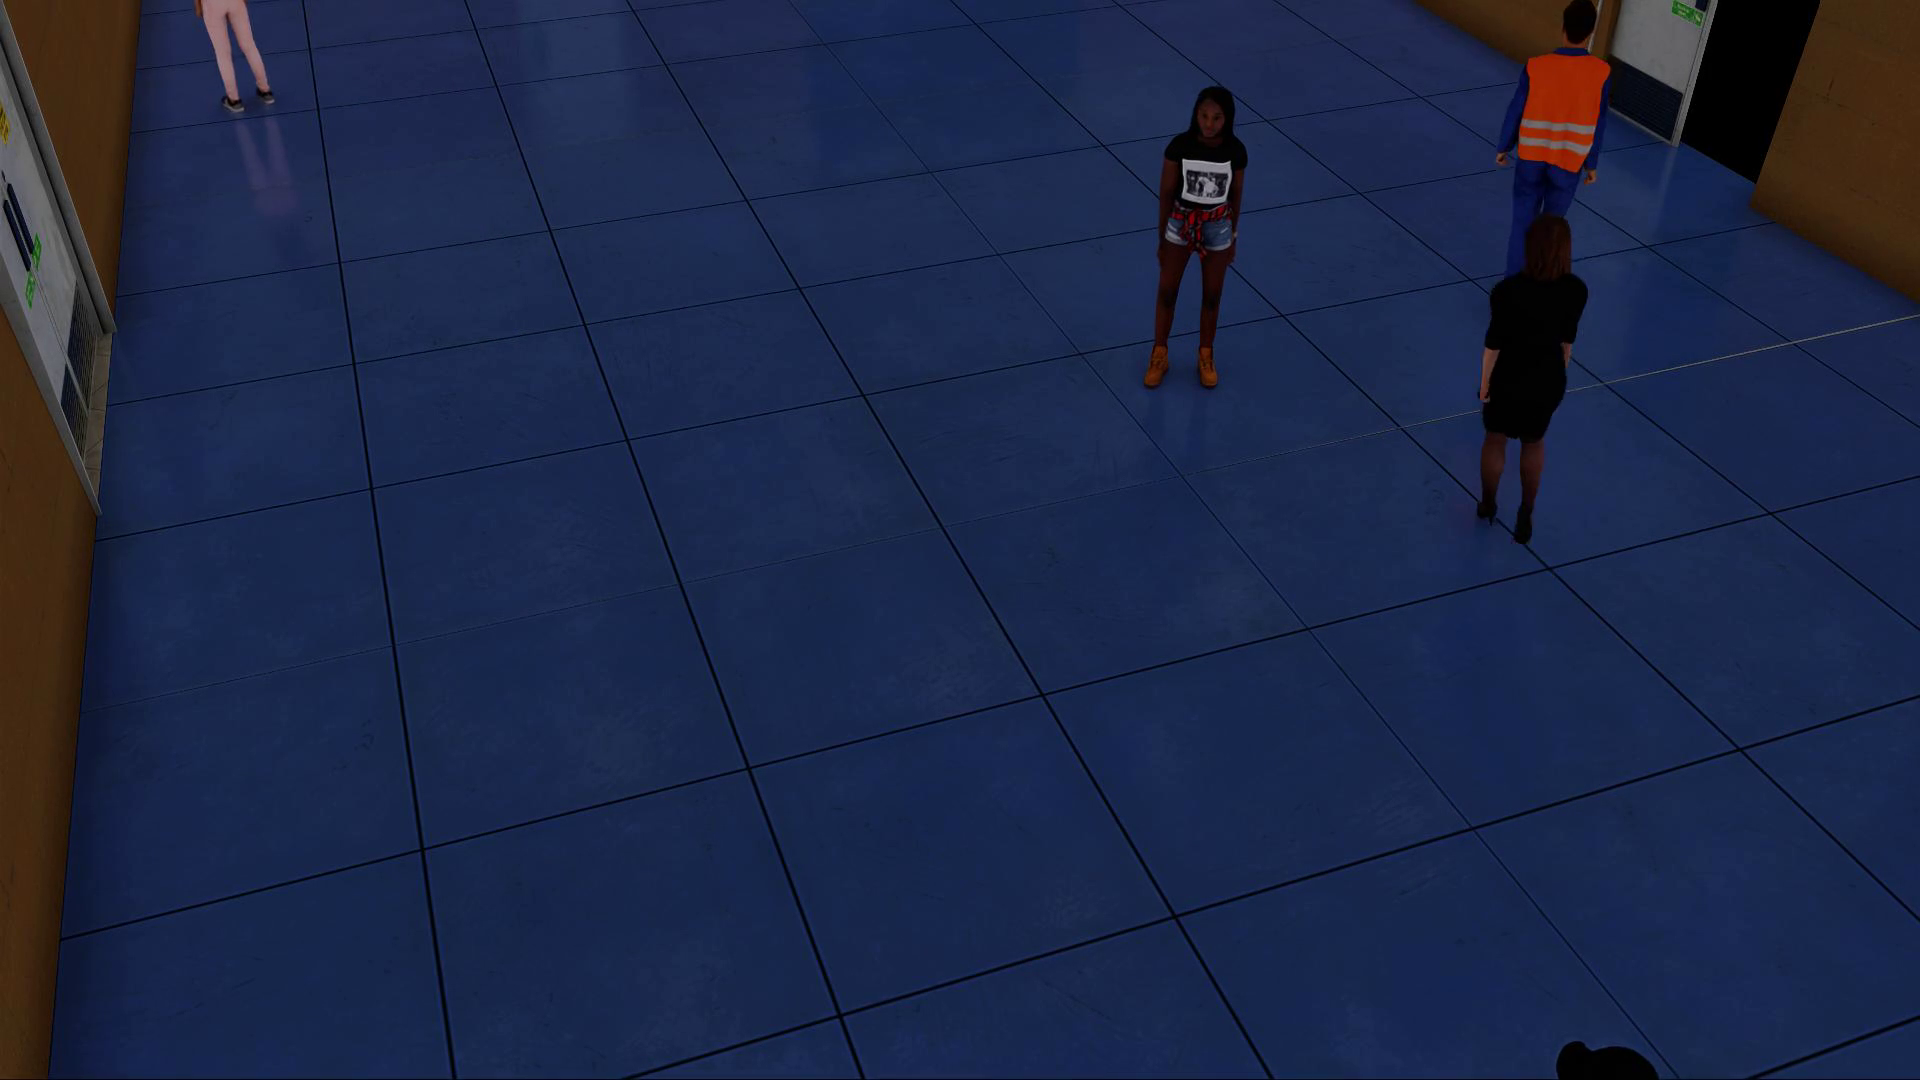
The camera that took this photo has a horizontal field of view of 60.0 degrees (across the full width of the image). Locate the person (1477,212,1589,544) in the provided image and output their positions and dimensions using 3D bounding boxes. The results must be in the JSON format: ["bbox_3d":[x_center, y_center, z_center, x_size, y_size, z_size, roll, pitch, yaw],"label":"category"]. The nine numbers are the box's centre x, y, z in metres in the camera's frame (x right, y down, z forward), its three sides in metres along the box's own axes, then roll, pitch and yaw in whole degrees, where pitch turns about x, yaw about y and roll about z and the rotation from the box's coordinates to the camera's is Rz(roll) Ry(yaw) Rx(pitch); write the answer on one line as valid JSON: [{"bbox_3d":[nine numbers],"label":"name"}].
[{"bbox_3d":[2.653,-0.685,7.756,0.862,1.690,0.849,2,37,3],"label":"person"}]

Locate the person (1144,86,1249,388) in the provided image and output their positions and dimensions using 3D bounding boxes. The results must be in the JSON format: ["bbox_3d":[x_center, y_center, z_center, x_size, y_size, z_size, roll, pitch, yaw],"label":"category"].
[{"bbox_3d":[1.283,-1.633,9.003,0.666,1.726,0.767,3,37,4],"label":"person"}]

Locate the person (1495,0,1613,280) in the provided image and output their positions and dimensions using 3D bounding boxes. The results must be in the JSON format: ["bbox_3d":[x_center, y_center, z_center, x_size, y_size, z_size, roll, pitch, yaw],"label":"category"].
[{"bbox_3d":[3.394,-2.149,9.587,0.945,1.850,1.000,9,38,11],"label":"person"}]

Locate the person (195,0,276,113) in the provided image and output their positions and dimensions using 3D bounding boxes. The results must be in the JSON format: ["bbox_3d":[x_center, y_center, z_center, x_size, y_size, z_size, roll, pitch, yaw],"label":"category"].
[{"bbox_3d":[-5.417,-3.944,12.218,0.537,1.563,0.649,-25,44,-30],"label":"person"}]
